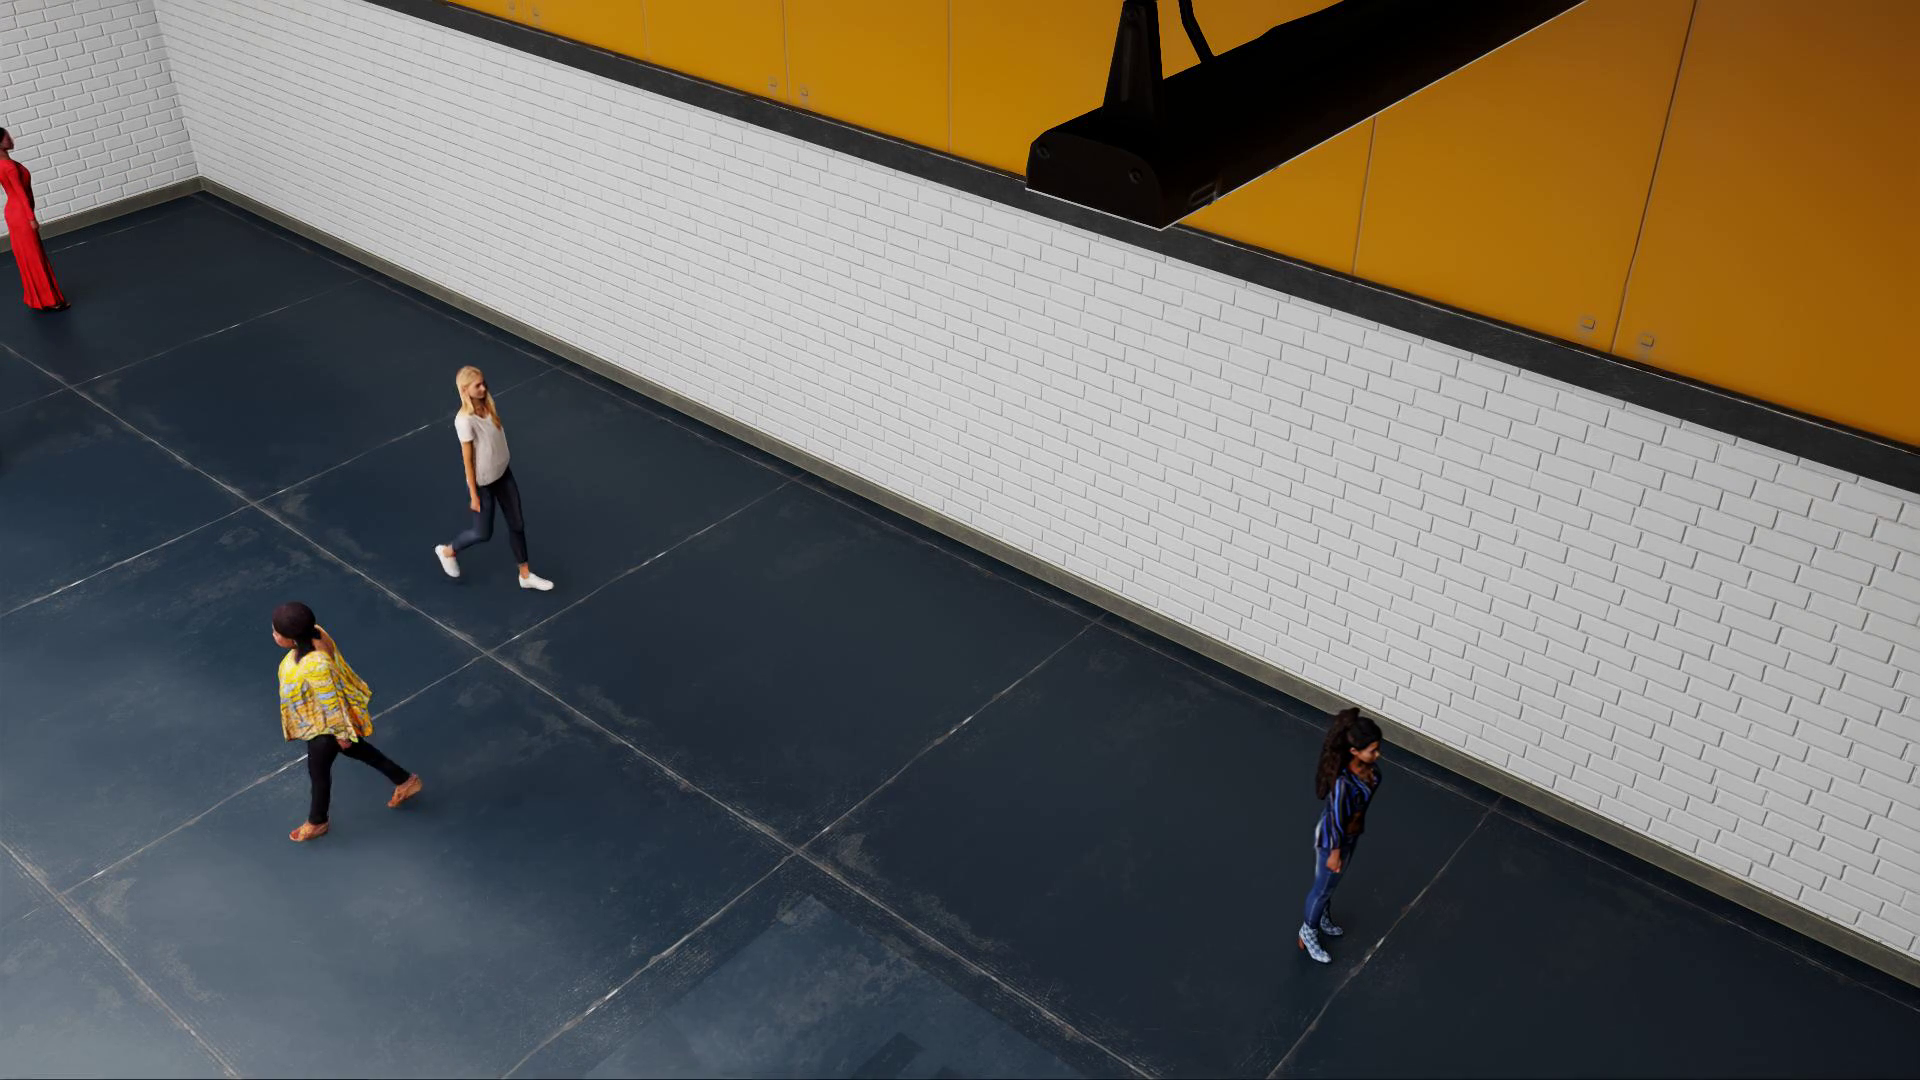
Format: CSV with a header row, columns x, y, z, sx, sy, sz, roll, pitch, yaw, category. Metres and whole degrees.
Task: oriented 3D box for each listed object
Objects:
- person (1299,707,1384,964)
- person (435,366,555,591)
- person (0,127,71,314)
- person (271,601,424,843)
x,y,z,sx,sy,sz,roll,pitch,yaw,category
2.023,1.563,8.842,0.707,1.617,0.540,18,37,24,person
-3.384,-0.407,11.652,0.950,1.788,1.104,9,35,13,person
-8.773,-2.993,15.555,0.652,1.784,0.662,-27,42,-34,person
-3.574,1.021,9.655,1.152,1.619,0.979,-14,36,-20,person
